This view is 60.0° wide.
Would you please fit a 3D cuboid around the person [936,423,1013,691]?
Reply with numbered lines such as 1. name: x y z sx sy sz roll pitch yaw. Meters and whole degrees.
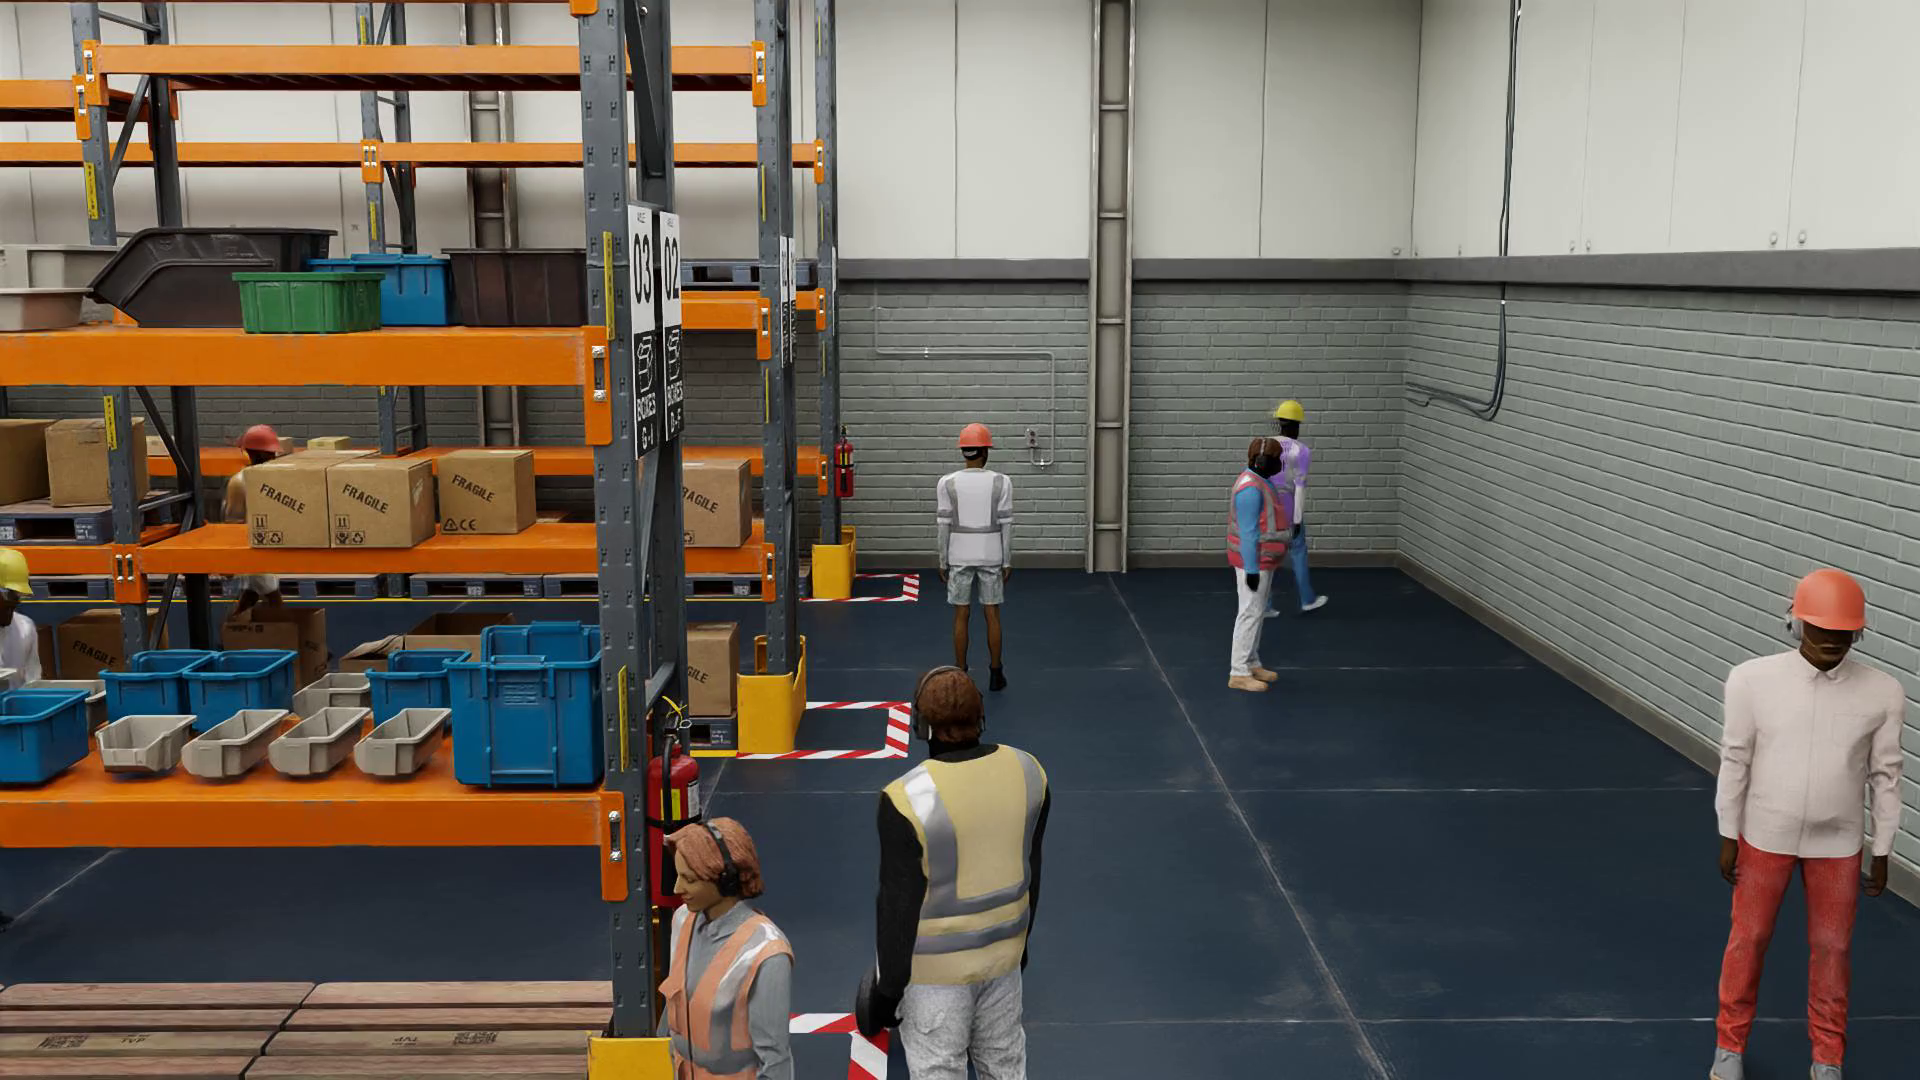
1. person: 0.106 0.129 11.958 0.547 1.934 0.375 0 9 1

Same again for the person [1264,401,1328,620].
1. person: 2.875 -0.266 14.496 0.839 1.895 0.592 -9 13 -44

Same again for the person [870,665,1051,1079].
1. person: -0.019 1.290 5.138 0.620 1.840 0.430 -7 12 -38

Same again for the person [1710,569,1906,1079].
1. person: 3.060 1.076 6.024 0.606 1.986 0.415 3 10 18

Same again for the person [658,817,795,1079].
1. person: -0.599 1.516 4.391 0.315 1.631 0.523 -8 12 -40

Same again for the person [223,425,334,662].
1. person: -5.201 0.076 12.453 0.982 1.882 0.556 1 9 5

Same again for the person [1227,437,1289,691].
1. person: 2.159 0.166 12.047 0.429 1.835 0.627 3 10 20

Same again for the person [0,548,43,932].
1. person: -4.478 0.924 7.549 0.615 1.785 0.634 4 10 26
